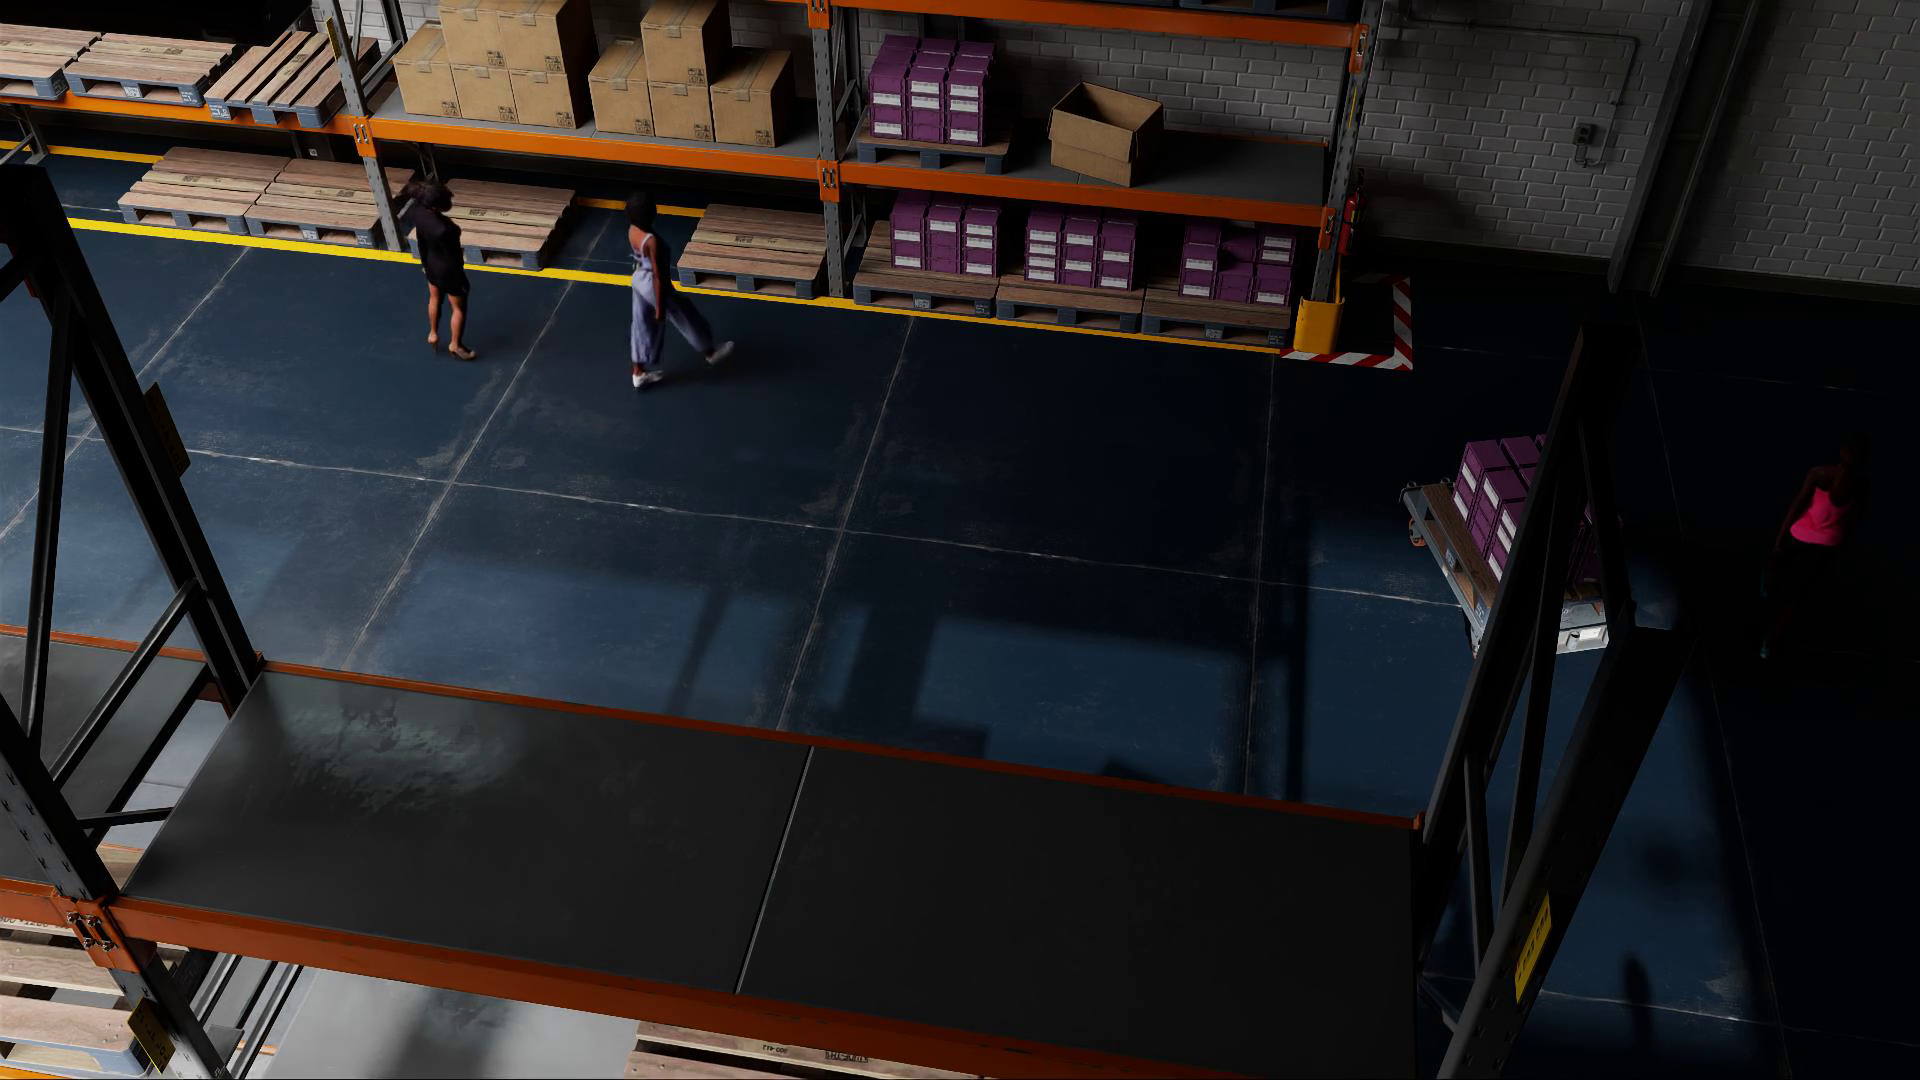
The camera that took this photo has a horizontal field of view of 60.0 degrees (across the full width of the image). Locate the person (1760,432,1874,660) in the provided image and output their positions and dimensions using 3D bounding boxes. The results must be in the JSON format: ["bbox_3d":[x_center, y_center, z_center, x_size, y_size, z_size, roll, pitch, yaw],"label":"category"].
[{"bbox_3d":[5.459,0.073,10.706,1.052,1.681,0.860,20,47,20],"label":"person"}]

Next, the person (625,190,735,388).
[{"bbox_3d":[-2.424,-1.871,12.766,1.108,1.655,1.044,-24,48,-23],"label":"person"}]

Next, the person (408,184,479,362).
[{"bbox_3d":[-4.054,-2.068,13.002,0.718,1.615,0.901,19,47,19],"label":"person"}]
